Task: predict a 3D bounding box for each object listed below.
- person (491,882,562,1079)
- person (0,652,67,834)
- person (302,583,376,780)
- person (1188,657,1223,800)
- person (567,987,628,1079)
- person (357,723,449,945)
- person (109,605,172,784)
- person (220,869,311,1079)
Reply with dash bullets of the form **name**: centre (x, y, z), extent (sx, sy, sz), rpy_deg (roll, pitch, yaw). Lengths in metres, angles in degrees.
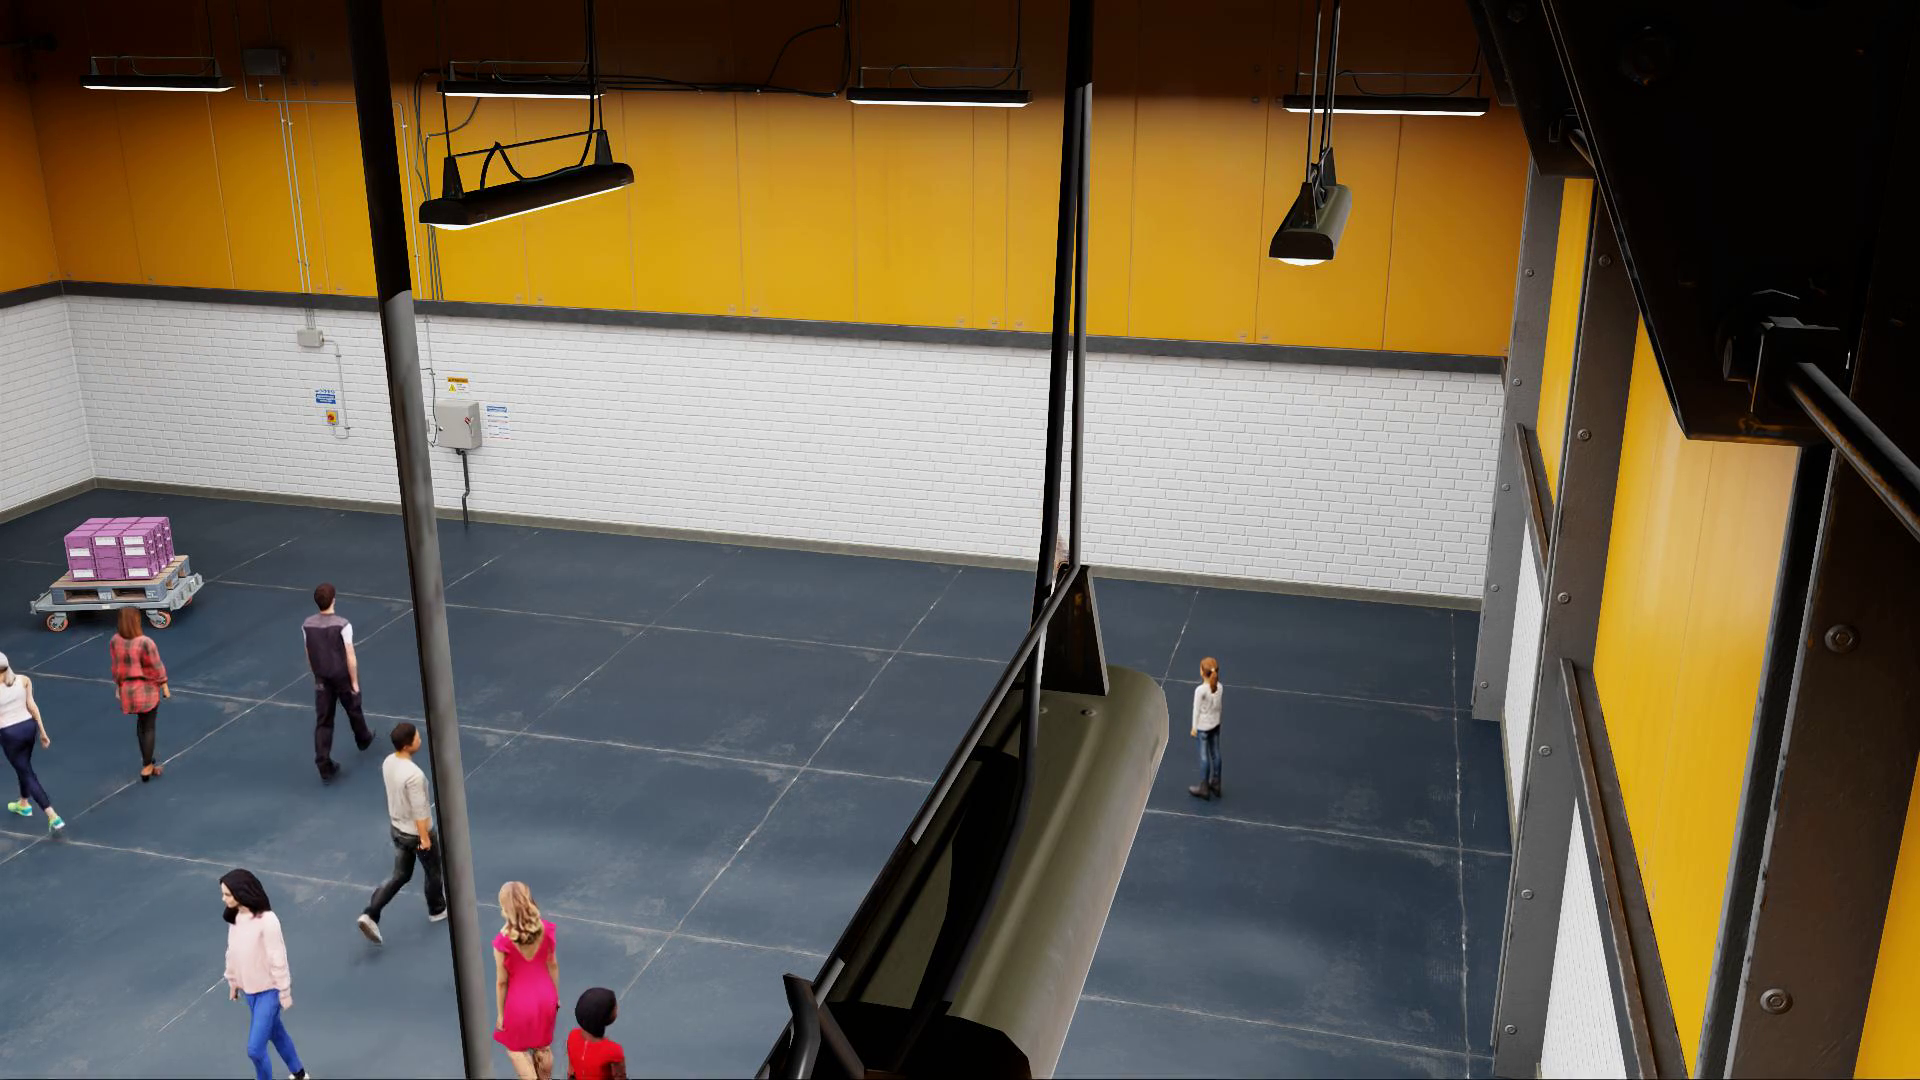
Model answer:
- **person**: centre (-2.713, 3.009, 10.614), extent (0.856, 1.711, 0.896), rpy_deg (-14, 23, -35)
- **person**: centre (-8.082, 1.778, 14.357), extent (0.923, 1.655, 1.183), rpy_deg (11, 22, 31)
- **person**: centre (-5.853, 1.336, 15.441), extent (0.828, 1.801, 1.222), rpy_deg (1, 19, 4)
- **person**: centre (2.264, 1.701, 15.124), extent (0.549, 1.310, 0.617), rpy_deg (-13, 23, -34)
- **person**: centre (-2.143, 3.405, 9.452), extent (0.898, 1.702, 1.212), rpy_deg (12, 22, 31)
- **person**: centre (-4.287, 2.261, 12.739), extent (0.964, 1.773, 1.208), rpy_deg (14, 23, 36)
- **person**: centre (-7.605, 1.439, 15.306), extent (0.650, 1.691, 0.639), rpy_deg (3, 19, 10)
- **person**: centre (-4.470, 2.905, 10.870), extent (0.804, 1.743, 0.910), rpy_deg (12, 22, 32)
